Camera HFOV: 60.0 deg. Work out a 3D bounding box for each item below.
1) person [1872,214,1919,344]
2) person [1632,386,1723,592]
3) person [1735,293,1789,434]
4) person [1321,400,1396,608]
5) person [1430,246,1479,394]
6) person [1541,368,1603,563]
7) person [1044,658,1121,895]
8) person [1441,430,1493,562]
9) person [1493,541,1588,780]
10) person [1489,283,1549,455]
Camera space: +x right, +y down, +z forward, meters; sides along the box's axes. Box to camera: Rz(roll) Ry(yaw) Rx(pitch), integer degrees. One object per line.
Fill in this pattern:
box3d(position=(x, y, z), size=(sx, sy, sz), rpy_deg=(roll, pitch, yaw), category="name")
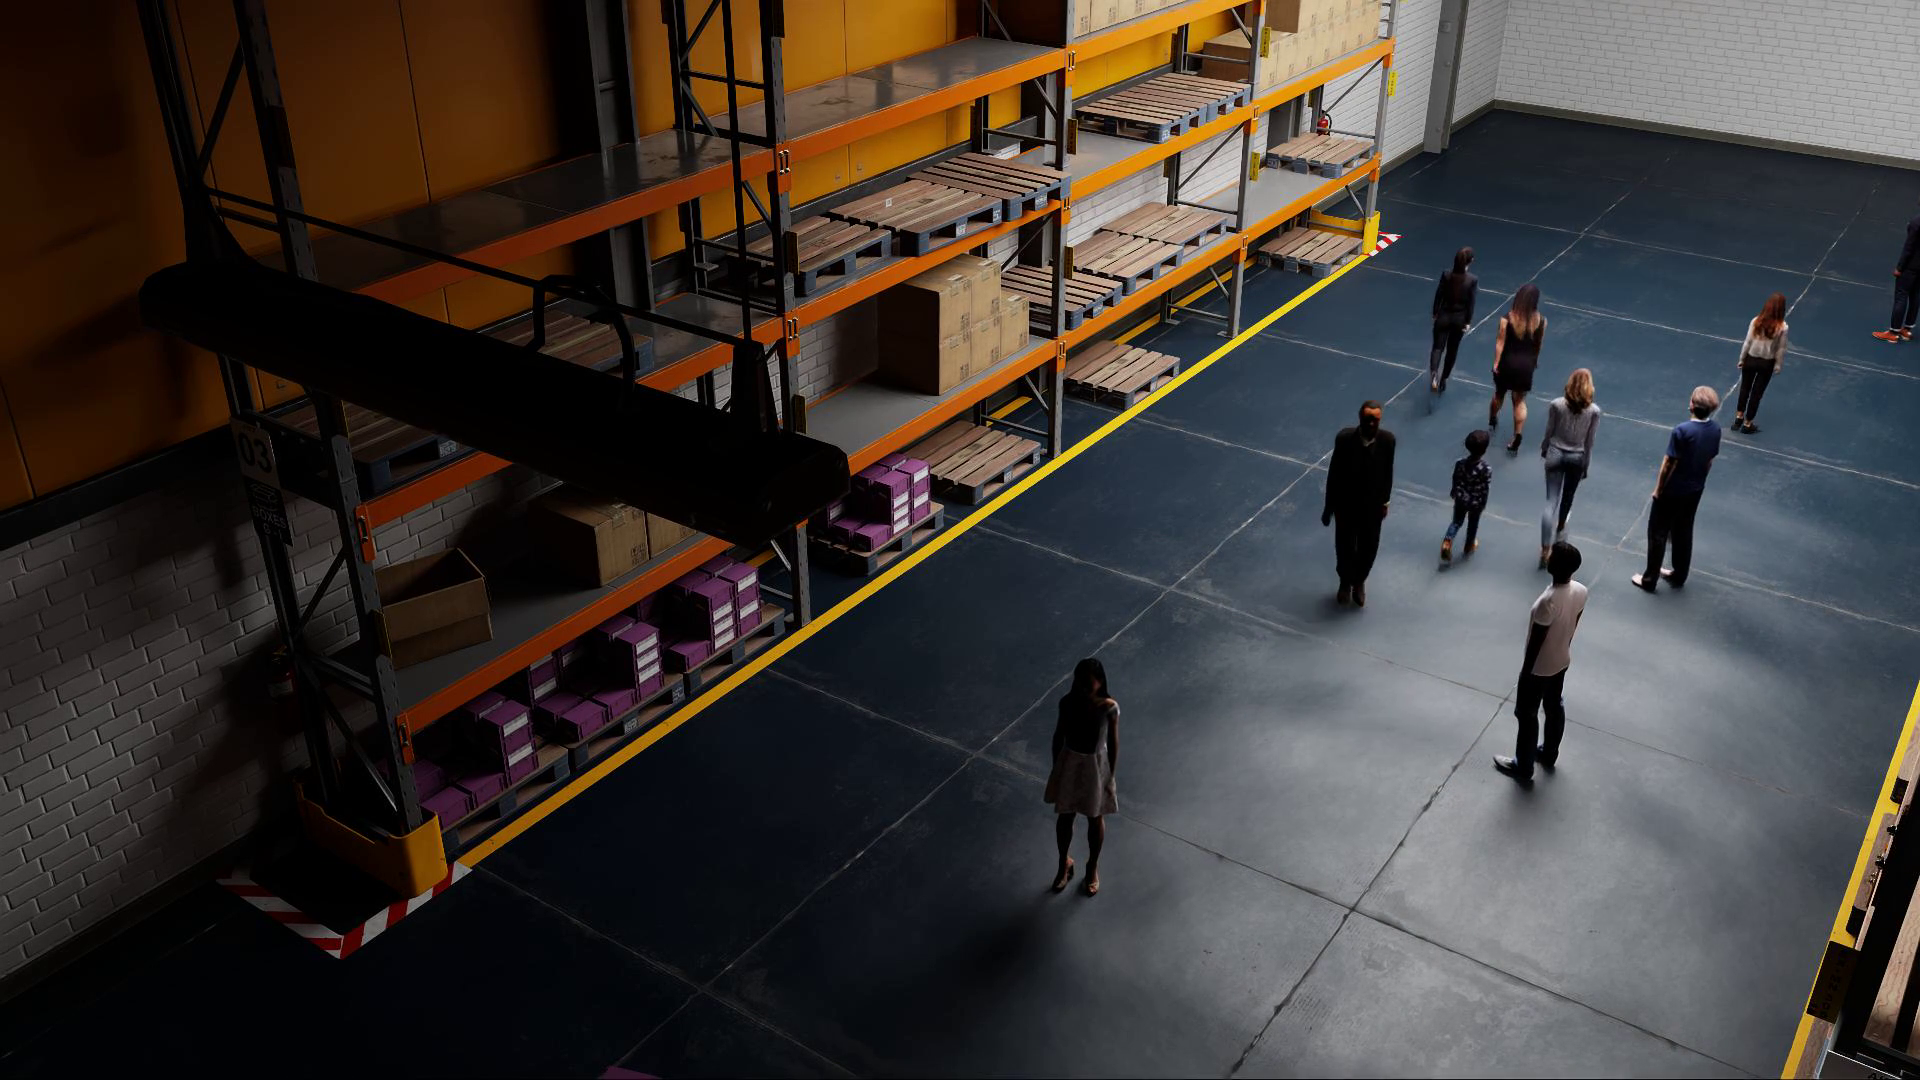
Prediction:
box3d(position=(11.134, -3.205, 19.374), size=(0.718, 1.819, 0.845), rpy_deg=(-14, 31, -23), category="person")
box3d(position=(6.194, -0.431, 14.244), size=(0.696, 1.861, 0.793), rpy_deg=(-10, 30, -17), category="person")
box3d(position=(8.256, -1.816, 17.188), size=(0.559, 1.474, 0.627), rpy_deg=(22, 35, 34), category="person")
box3d(position=(3.372, -0.357, 14.080), size=(0.800, 1.887, 0.793), rpy_deg=(7, 29, 13), category="person")
box3d(position=(5.259, -2.296, 17.846), size=(0.721, 1.685, 1.013), rpy_deg=(12, 31, 20), category="person")
box3d(position=(5.333, -0.631, 14.734), size=(0.707, 1.743, 1.173), rpy_deg=(15, 32, 25), category="person")
box3d(position=(0.798, 1.528, 10.743), size=(0.744, 1.774, 0.760), rpy_deg=(6, 29, 11), category="person")
box3d(position=(4.509, -0.376, 14.799), size=(0.504, 1.234, 0.803), rpy_deg=(20, 34, 32), category="person")
box3d(position=(4.200, 0.854, 11.890), size=(0.618, 1.859, 0.794), rpy_deg=(-19, 34, -31), category="person")
box3d(position=(5.615, -1.682, 16.743), size=(0.984, 1.663, 1.124), rpy_deg=(-1, 29, -2), category="person")
